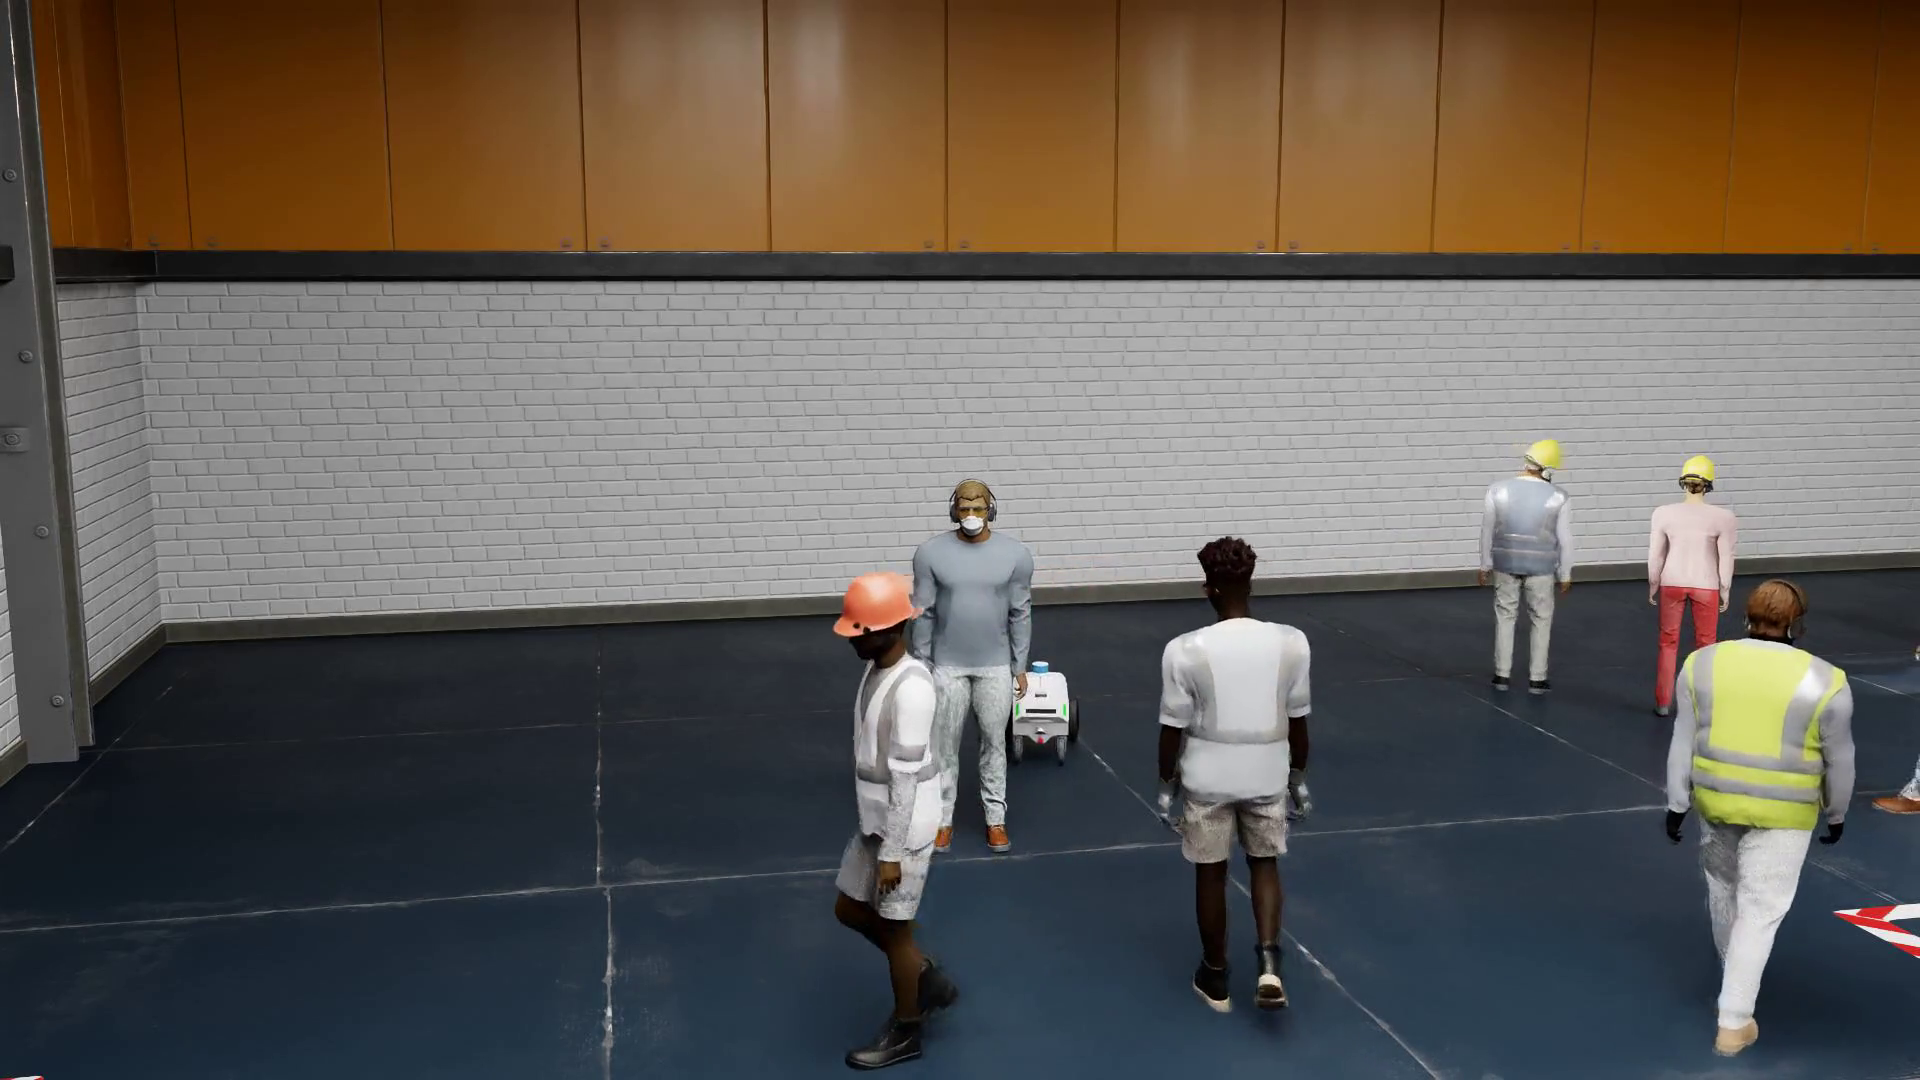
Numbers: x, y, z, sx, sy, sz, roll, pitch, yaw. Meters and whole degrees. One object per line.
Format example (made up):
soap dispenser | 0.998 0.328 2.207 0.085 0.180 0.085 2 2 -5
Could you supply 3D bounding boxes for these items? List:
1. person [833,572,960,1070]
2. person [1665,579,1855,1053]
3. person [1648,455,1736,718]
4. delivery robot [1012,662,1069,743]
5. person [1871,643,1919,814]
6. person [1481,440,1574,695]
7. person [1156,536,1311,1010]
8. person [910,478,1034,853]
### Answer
person | -0.266 1.050 6.192 0.427 1.909 0.543 -4 10 -22
person | 3.183 1.039 6.570 0.634 1.802 0.910 9 13 43
person | 4.846 0.321 11.057 0.526 1.769 0.330 5 11 28
delivery robot | 0.497 0.999 10.318 0.477 0.478 0.707 0 9 2
person | 5.571 0.587 9.027 0.922 1.914 0.624 3 10 16
person | 4.008 0.198 11.758 0.636 1.798 0.405 5 11 29
person | 1.088 0.953 6.615 0.649 1.956 0.488 -1 9 -6
person | 0.062 0.646 8.551 0.632 1.940 0.372 0 9 -2
